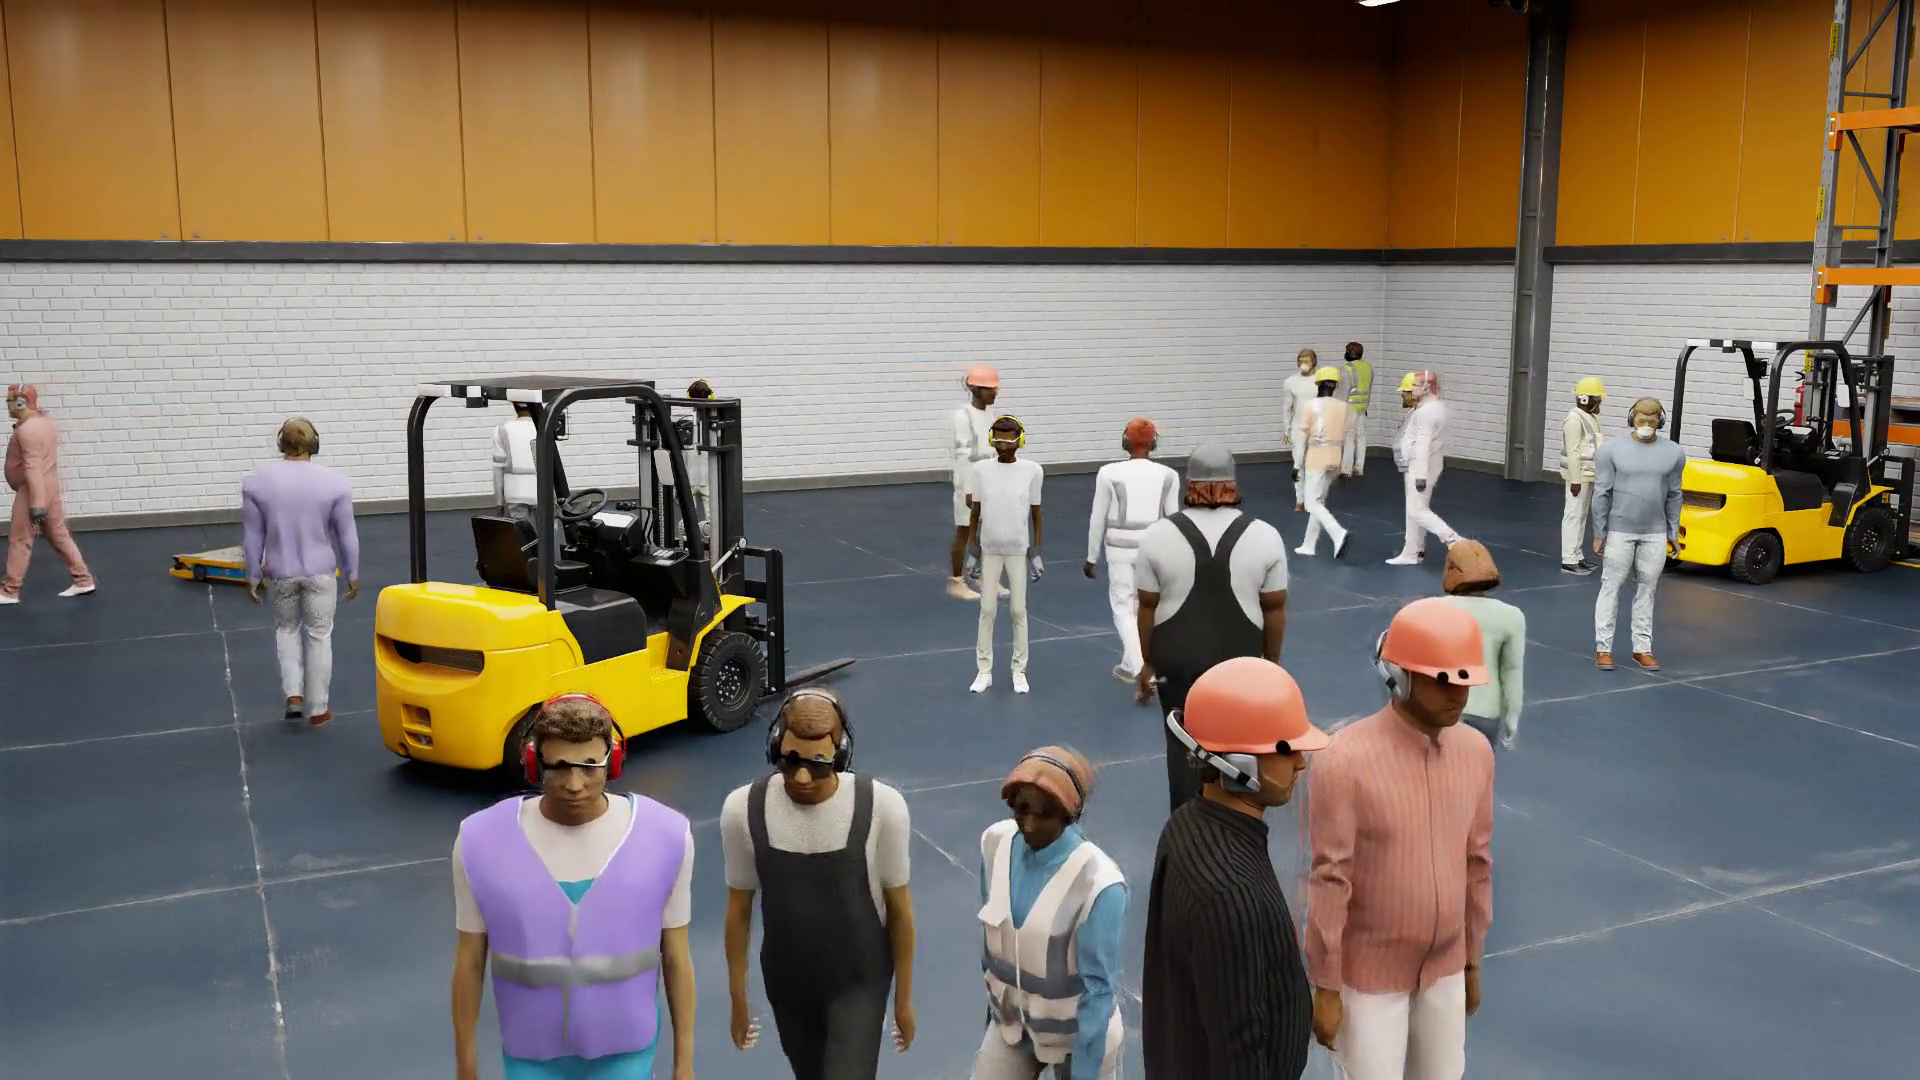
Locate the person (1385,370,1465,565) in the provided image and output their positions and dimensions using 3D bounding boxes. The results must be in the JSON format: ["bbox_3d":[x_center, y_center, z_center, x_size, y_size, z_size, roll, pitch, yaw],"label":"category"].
[{"bbox_3d":[4.420,-0.659,15.656,0.707,1.890,0.658,4,10,24],"label":"person"}]

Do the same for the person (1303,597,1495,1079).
[{"bbox_3d":[1.145,1.102,4.442,0.623,1.973,0.570,-4,10,-26],"label":"person"}]

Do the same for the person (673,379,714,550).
[{"bbox_3d":[-2.279,-0.467,14.563,0.515,1.862,0.348,0,9,1],"label":"person"}]

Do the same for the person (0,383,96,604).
[{"bbox_3d":[-7.867,-0.393,14.105,0.754,1.889,0.682,-2,9,-14],"label":"person"}]

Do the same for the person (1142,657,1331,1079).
[{"bbox_3d":[0.581,1.229,3.601,0.377,1.995,0.608,0,9,-1],"label":"person"}]

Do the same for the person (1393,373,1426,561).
[{"bbox_3d":[4.410,-0.712,16.181,0.403,1.826,0.591,2,9,11],"label":"person"}]

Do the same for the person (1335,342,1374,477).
[{"bbox_3d":[5.373,-1.787,22.786,0.633,1.842,0.429,-8,12,-40],"label":"person"}]

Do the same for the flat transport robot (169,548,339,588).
[{"bbox_3d":[-6.413,0.237,15.090,1.431,0.197,0.652,5,10,26],"label":"flat transport robot"}]

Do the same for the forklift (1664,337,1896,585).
[{"bbox_3d":[7.551,-0.789,15.507,2.313,2.155,1.214,-4,10,-25],"label":"forklift"}]

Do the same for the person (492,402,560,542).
[{"bbox_3d":[-3.561,-0.363,13.713,0.564,1.915,0.446,-1,9,-7],"label":"person"}]

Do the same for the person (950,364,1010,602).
[{"bbox_3d":[0.184,-0.463,14.024,0.662,2.021,0.633,7,11,36],"label":"person"}]

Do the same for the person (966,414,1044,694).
[{"bbox_3d":[0.300,0.094,11.048,0.520,1.865,0.327,1,9,7],"label":"person"}]

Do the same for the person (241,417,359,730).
[{"bbox_3d":[-4.007,0.206,10.177,0.650,1.918,0.453,-2,9,-11],"label":"person"}]

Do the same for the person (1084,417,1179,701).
[{"bbox_3d":[1.163,0.114,10.980,0.593,1.855,0.910,-2,9,-15],"label":"person"}]

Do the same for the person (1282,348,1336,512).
[{"bbox_3d":[4.093,-1.293,19.470,0.647,1.923,0.616,5,10,27],"label":"person"}]

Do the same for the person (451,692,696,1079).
[{"bbox_3d":[-0.940,1.236,4.094,0.584,1.823,0.502,-2,9,-12],"label":"person"}]

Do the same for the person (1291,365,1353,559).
[{"bbox_3d":[3.571,-0.739,16.130,0.622,1.890,0.744,-5,10,-28],"label":"person"}]

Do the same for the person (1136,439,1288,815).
[{"bbox_3d":[1.163,0.529,7.803,0.691,2.000,0.640,1,9,6],"label":"person"}]

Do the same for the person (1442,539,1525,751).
[{"bbox_3d":[2.319,0.781,7.671,0.488,1.580,0.858,1,9,4],"label":"person"}]

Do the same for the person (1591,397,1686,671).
[{"bbox_3d":[4.749,-0.041,11.676,0.627,1.934,0.370,1,9,3],"label":"person"}]

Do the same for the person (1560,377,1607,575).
[{"bbox_3d":[5.790,-0.600,15.452,0.403,1.834,0.586,6,11,32],"label":"person"}]

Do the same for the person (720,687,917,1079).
[{"bbox_3d":[-0.386,1.218,4.500,0.518,1.740,1.122,1,9,9],"label":"person"}]

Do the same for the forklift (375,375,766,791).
[{"bbox_3d":[-2.268,0.149,9.685,1.214,2.155,2.313,6,11,32],"label":"forklift"}]

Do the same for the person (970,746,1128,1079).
[{"bbox_3d":[0.174,1.309,4.296,0.539,1.597,0.781,8,12,42],"label":"person"}]
